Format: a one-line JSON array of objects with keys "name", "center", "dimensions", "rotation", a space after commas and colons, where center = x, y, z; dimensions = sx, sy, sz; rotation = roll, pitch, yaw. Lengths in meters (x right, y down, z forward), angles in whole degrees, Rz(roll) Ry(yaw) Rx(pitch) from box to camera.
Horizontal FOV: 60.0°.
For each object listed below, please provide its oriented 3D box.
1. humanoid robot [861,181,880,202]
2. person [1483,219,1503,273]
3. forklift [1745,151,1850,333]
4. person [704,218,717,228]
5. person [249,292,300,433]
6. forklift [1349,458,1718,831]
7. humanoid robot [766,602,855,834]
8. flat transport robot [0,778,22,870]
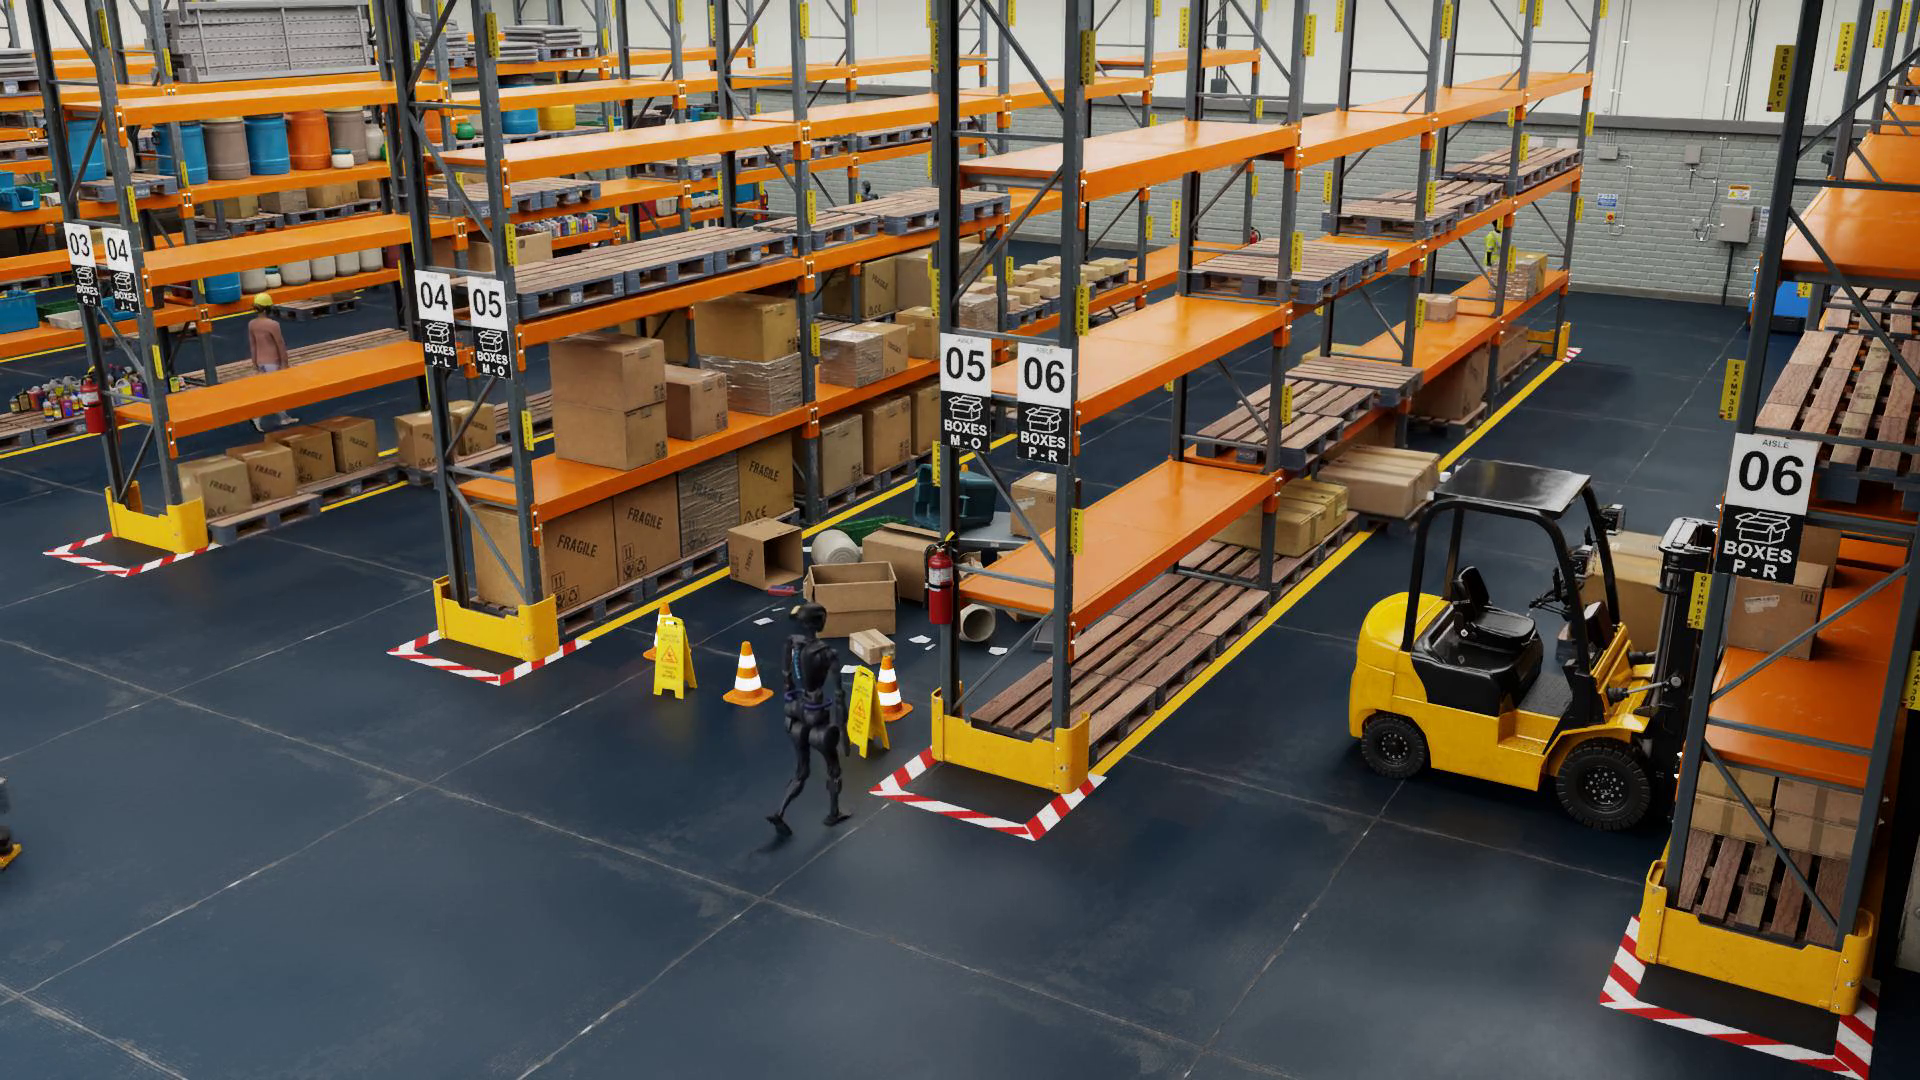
[{"name": "humanoid robot", "center": [-1.780, -6.173, 32.400], "dimensions": [0.615, 1.632, 0.796], "rotation": [-10, 22, -28]}, {"name": "person", "center": [8.882, -4.572, 27.645], "dimensions": [0.316, 1.696, 0.539], "rotation": [16, 25, 39]}, {"name": "forklift", "center": [13.620, -4.667, 26.137], "dimensions": [1.873, 2.768, 1.129], "rotation": [11, 22, 29]}, {"name": "person", "center": [-5.238, -7.063, 34.867], "dimensions": [0.491, 1.688, 0.349], "rotation": [-6, 20, -18]}, {"name": "person", "center": [-8.664, -2.215, 20.755], "dimensions": [0.522, 1.740, 0.747], "rotation": [12, 22, 30]}, {"name": "forklift", "center": [3.988, 0.658, 11.776], "dimensions": [2.313, 2.155, 1.214], "rotation": [11, 22, 29]}, {"name": "humanoid robot", "center": [-0.990, 1.189, 11.070], "dimensions": [0.602, 1.644, 0.612], "rotation": [15, 24, 37]}, {"name": "flat transport robot", "center": [-6.880, 2.071, 10.626], "dimensions": [1.431, 0.231, 0.659], "rotation": [0, 19, 1]}]
